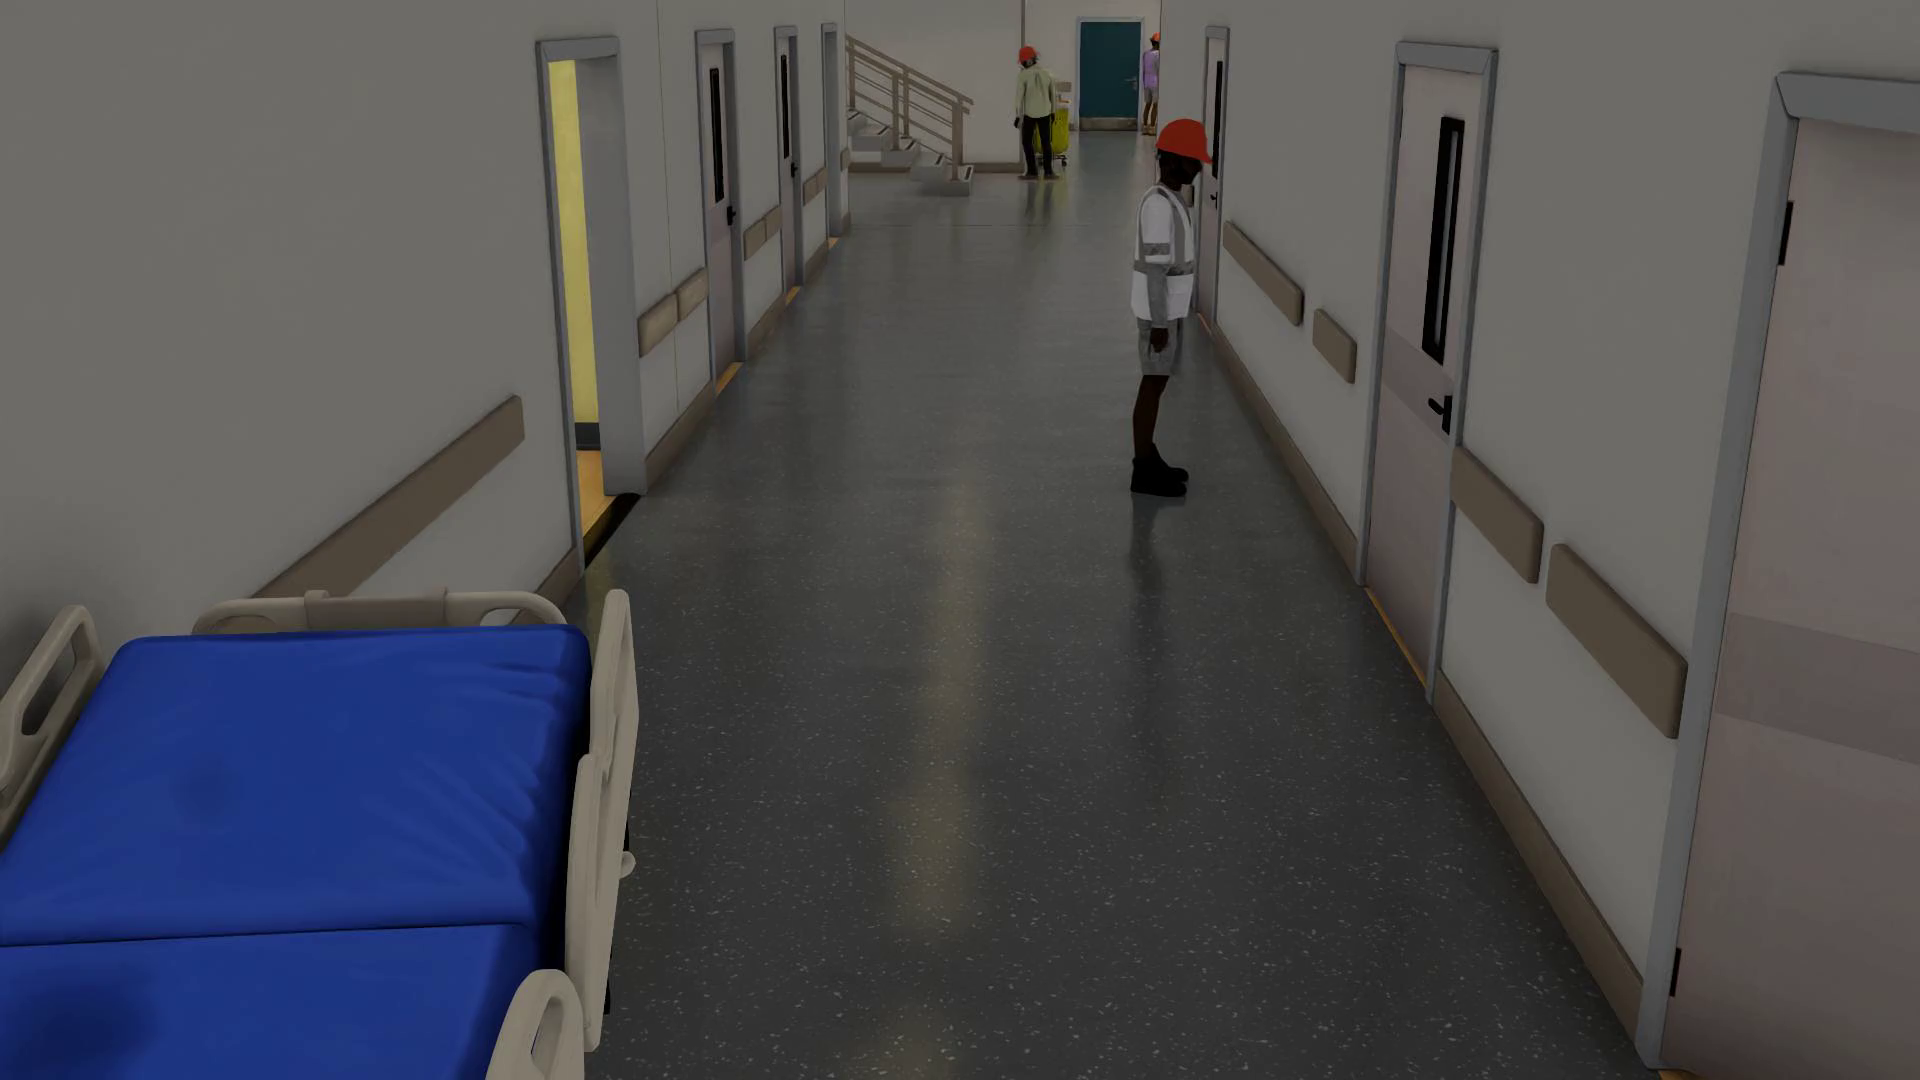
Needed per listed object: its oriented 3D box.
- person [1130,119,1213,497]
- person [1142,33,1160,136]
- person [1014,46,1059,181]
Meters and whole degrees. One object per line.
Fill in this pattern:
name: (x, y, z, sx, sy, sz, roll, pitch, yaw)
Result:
person: (1.087, -1.199, 8.647, 0.389, 1.929, 0.547, 4, 18, 13)
person: (3.951, -9.235, 33.747, 0.407, 2.029, 0.613, -12, 21, -32)
person: (1.176, -6.336, 24.774, 0.784, 1.950, 0.368, -7, 19, -20)
